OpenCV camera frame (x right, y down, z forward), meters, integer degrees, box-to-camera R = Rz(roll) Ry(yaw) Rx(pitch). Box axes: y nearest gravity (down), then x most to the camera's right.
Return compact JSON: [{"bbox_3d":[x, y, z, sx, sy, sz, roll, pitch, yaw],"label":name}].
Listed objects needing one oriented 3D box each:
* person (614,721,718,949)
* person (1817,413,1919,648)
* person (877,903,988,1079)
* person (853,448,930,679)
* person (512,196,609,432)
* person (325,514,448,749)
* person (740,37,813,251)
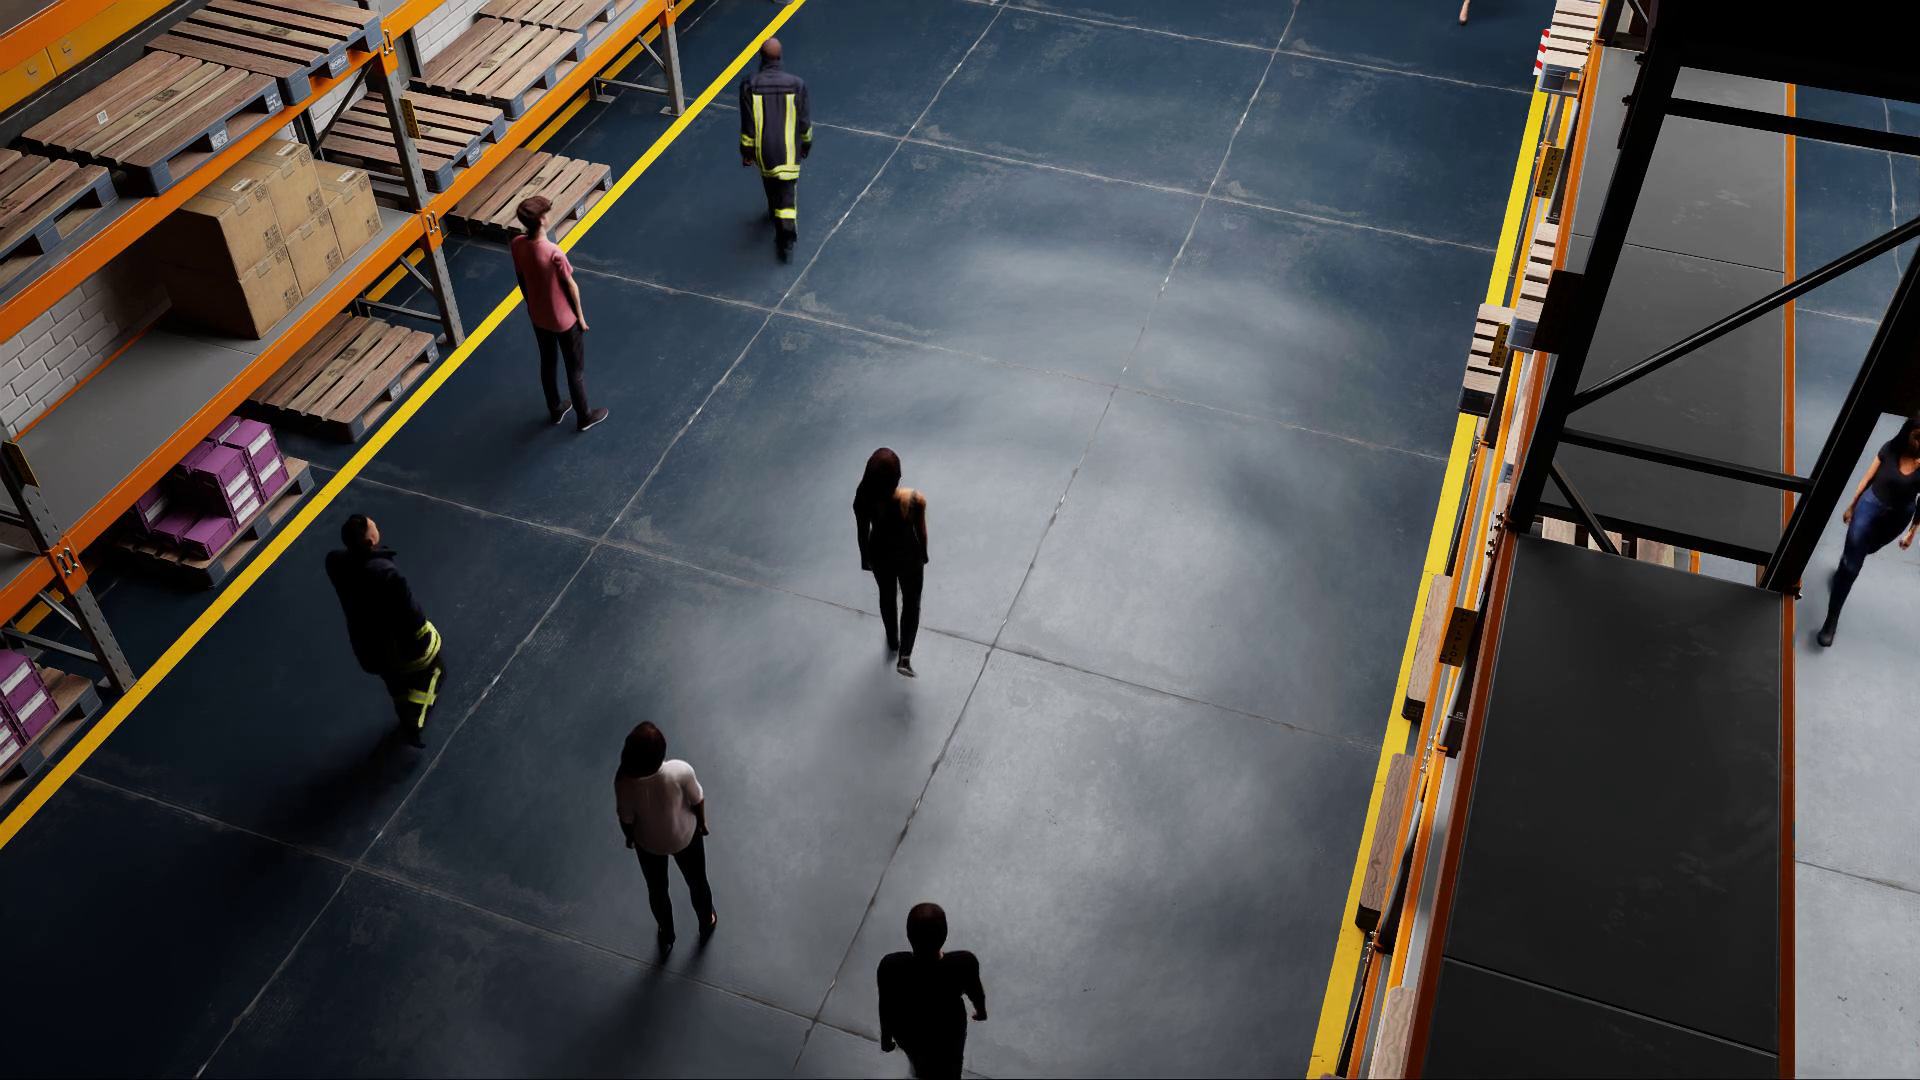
[{"bbox_3d":[-1.587,1.622,9.006,0.689,1.794,0.695,-8,44,-9],"label":"person"},{"bbox_3d":[6.083,-0.181,10.973,0.663,1.692,1.184,19,47,19],"label":"person"},{"bbox_3d":[-0.152,2.457,8.108,0.984,1.825,1.305,-1,44,-1],"label":"person"},{"bbox_3d":[-0.406,0.185,10.546,0.816,1.752,1.022,0,44,0],"label":"person"},{"bbox_3d":[-3.023,-1.663,12.335,0.632,1.959,0.533,16,46,16],"label":"person"},{"bbox_3d":[-3.507,0.578,10.066,0.731,1.845,0.816,14,45,14],"label":"person"},{"bbox_3d":[-1.579,-3.345,14.233,1.054,1.777,1.311,-5,44,-5],"label":"person"}]
